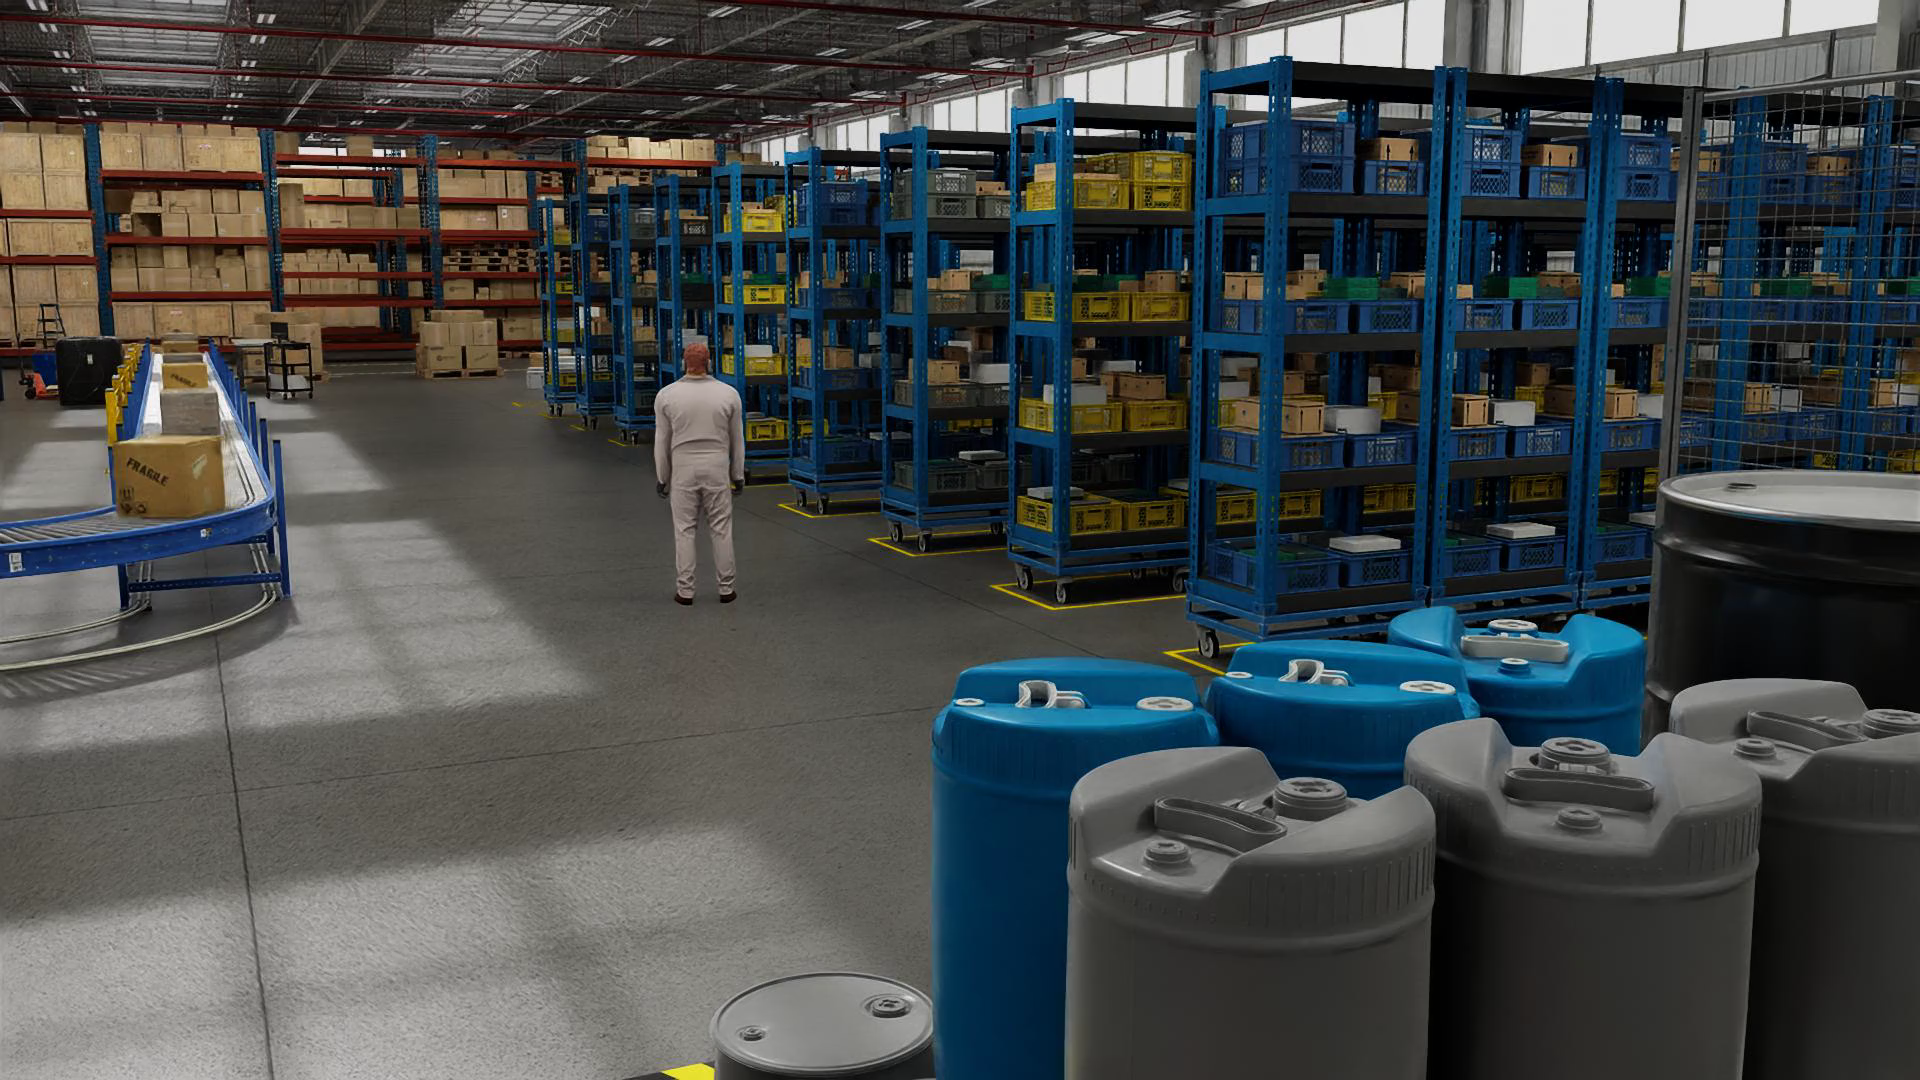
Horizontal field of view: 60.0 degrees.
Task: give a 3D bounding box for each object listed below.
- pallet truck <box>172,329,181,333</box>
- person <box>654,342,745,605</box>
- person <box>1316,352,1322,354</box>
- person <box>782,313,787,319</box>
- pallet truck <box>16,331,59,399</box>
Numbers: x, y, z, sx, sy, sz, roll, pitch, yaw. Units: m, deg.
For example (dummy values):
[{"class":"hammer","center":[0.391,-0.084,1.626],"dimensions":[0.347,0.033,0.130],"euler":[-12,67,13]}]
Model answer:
[{"class":"pallet truck","center":[-17.275,-3.851,35.096],"dimensions":[1.601,1.201,0.680],"euler":[0,9,1]},{"class":"person","center":[-1.890,-0.480,12.081],"dimensions":[0.650,1.906,0.401],"euler":[-2,9,-14]},{"class":"person","center":[4.891,-2.262,23.467],"dimensions":[0.670,1.794,0.809],"euler":[6,11,32]},{"class":"person","center":[-4.638,-5.971,45.929],"dimensions":[0.609,1.986,0.416],"euler":[-5,10,-29]},{"class":"pallet truck","center":[-17.082,-3.353,31.781],"dimensions":[1.630,1.274,0.653],"euler":[-4,10,-25]}]
